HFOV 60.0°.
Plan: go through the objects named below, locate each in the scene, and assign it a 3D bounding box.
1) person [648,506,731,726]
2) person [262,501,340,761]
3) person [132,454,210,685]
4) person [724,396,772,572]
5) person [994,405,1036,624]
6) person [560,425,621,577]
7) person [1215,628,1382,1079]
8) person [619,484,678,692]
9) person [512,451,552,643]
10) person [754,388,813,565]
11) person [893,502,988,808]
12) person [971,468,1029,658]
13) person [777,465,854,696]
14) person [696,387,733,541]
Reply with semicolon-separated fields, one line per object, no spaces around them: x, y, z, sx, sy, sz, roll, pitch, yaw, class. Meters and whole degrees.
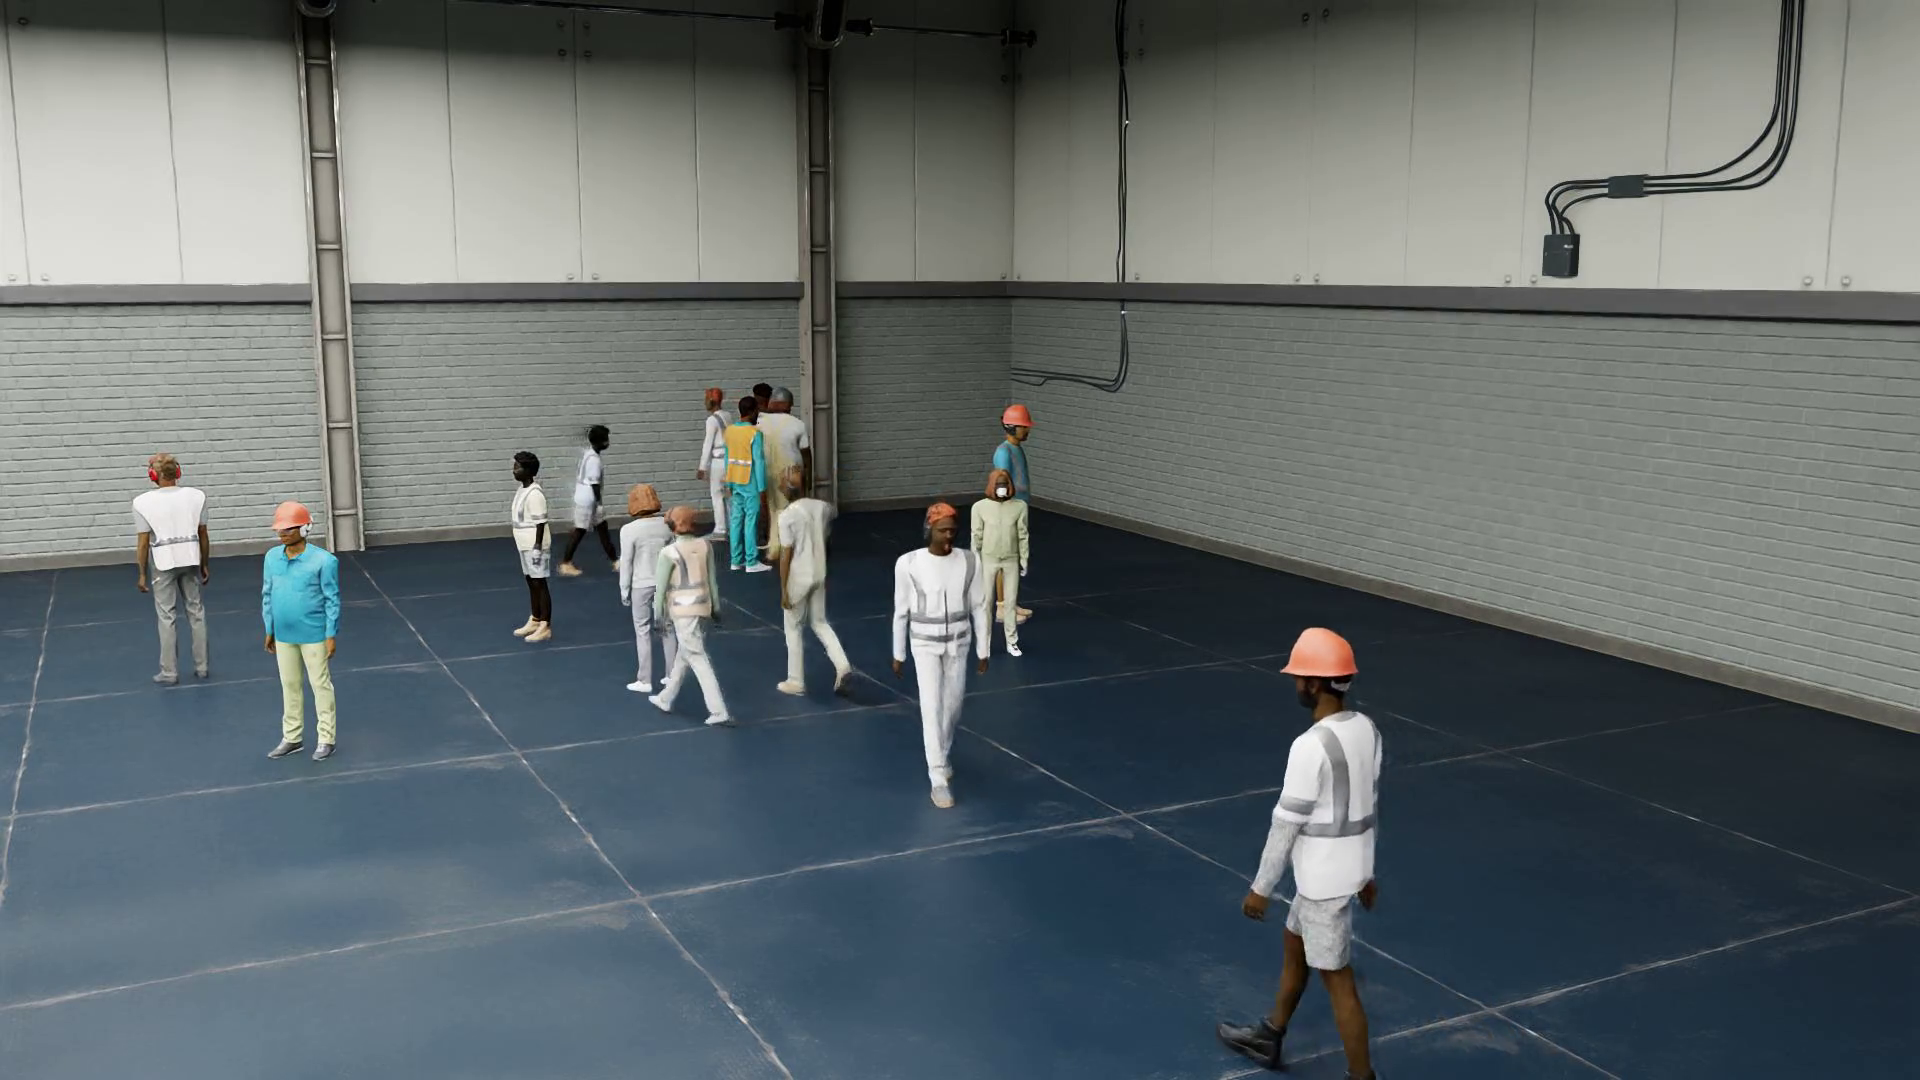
-1.977;0.541;12.078;0.879;1.589;0.529;6;11;32;person
-4.434;0.608;11.160;0.561;1.753;0.327;2;9;13;person
-6.240;0.232;13.214;0.390;1.840;0.565;8;13;42;person
-2.342;-0.608;18.152;0.594;1.917;0.373;9;13;43;person
0.520;-0.244;15.529;0.382;2.040;0.616;2;10;14;person
-3.903;-0.414;17.783;0.858;1.631;0.584;-2;9;-10;person
1.317;1.284;6.558;0.893;1.903;0.548;7;11;35;person
-2.424;0.374;13.004;0.501;1.629;0.287;-8;12;-40;person
-3.796;0.056;14.740;0.322;1.697;0.535;-5;10;-28;person
-2.047;-0.768;18.757;0.709;2.000;1.071;3;10;21;person
-0.120;0.674;10.479;0.593;1.852;0.879;-3;10;-17;person
0.340;0.195;14.111;0.501;1.627;0.283;-2;9;-10;person
-1.131;0.331;12.701;0.678;1.816;0.523;9;13;44;person
-2.950;-0.912;20.149;0.417;1.876;0.604;2;9;10;person
